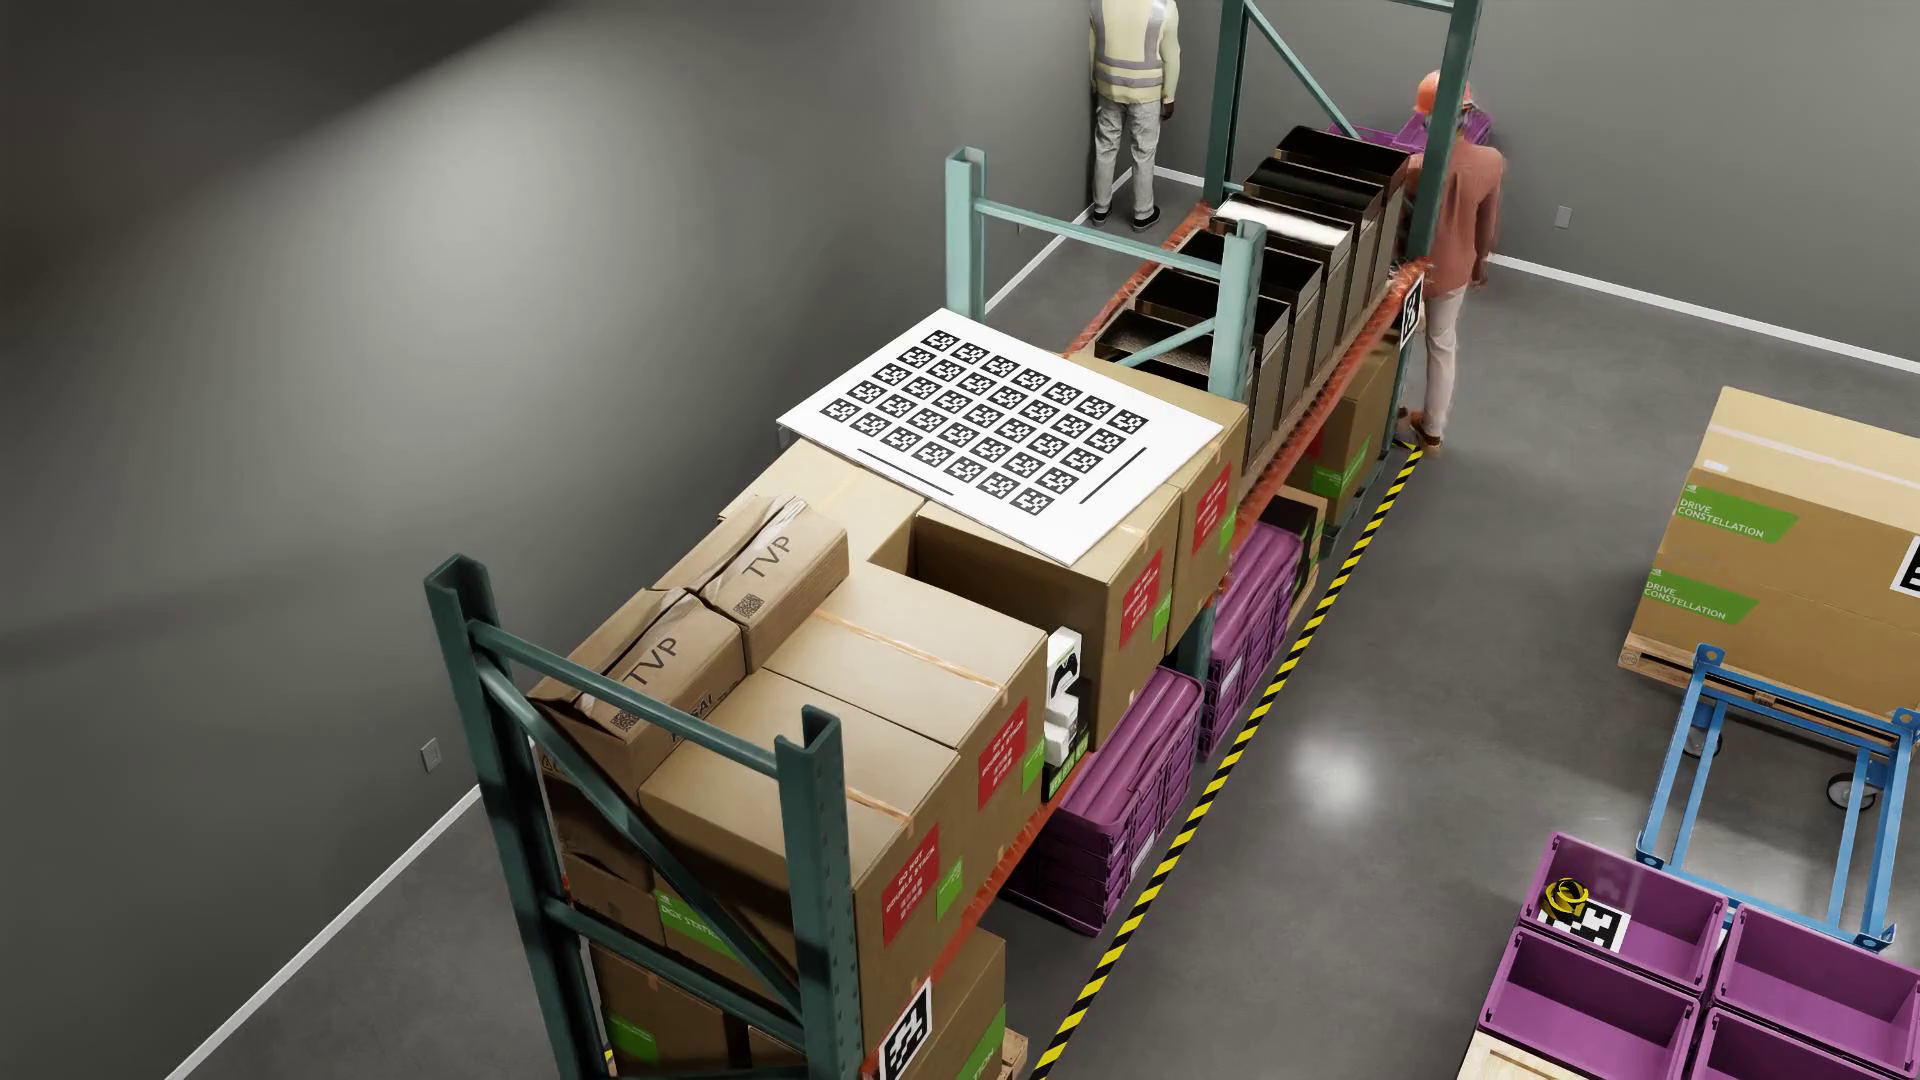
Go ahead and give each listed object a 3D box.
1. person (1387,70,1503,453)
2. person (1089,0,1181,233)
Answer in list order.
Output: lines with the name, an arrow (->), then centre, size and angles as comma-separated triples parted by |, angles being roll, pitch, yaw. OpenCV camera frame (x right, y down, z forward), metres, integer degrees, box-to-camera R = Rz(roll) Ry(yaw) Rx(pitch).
person -> 2.283, -1.317, 8.154 | 0.749, 1.948, 0.562 | -10, 41, -12
person -> 1.018, -2.711, 9.907 | 0.587, 1.837, 0.404 | 14, 42, 16
